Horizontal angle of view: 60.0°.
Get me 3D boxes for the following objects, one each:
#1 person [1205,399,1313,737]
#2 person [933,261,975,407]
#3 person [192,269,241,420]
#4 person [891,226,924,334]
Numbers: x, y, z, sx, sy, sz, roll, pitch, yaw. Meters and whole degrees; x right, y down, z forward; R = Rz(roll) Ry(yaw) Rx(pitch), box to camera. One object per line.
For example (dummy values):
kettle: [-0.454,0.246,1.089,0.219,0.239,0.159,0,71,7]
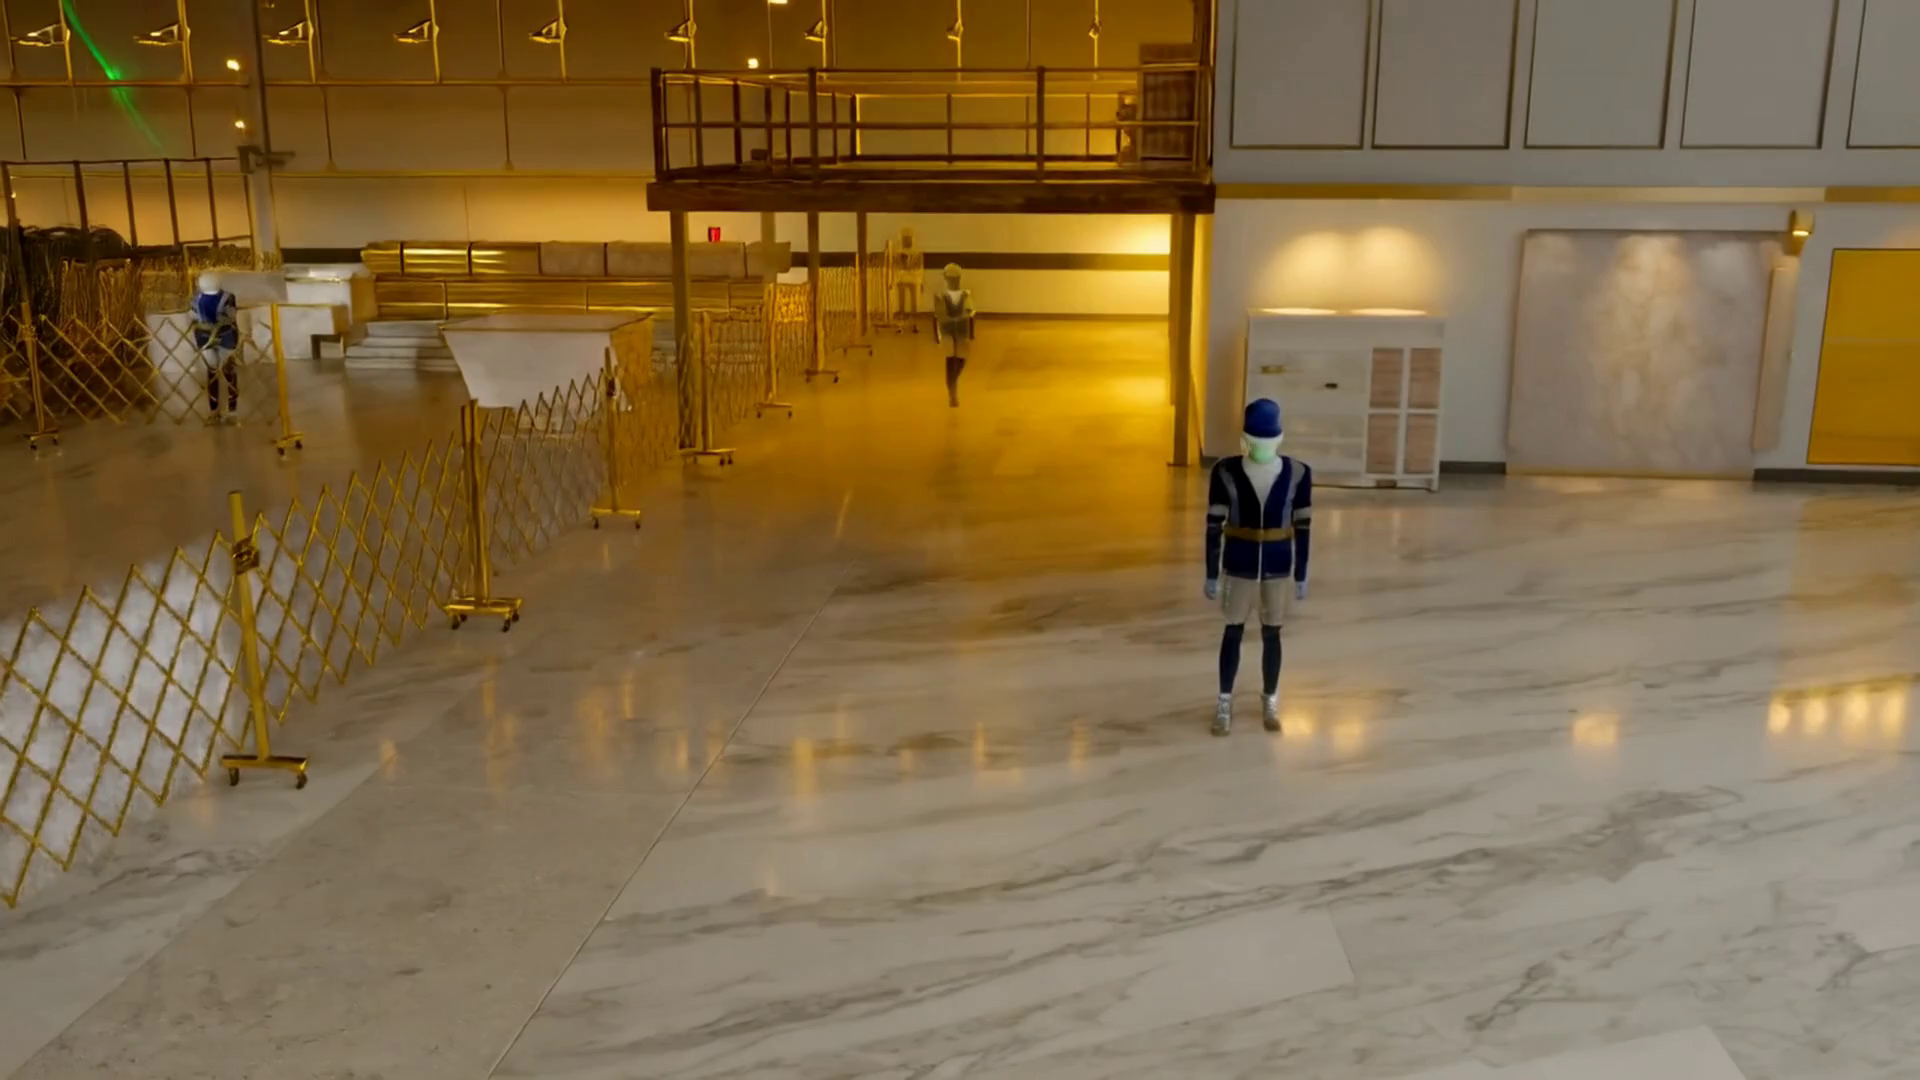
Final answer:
person: [1.756,0.177,9.817,0.616,2.039,0.387,2,14,6]
person: [-0.100,-2.747,22.039,0.549,1.914,0.705,-3,14,-13]
person: [-9.331,-2.447,20.867,0.586,1.883,0.340,2,14,6]
person: [-0.942,-4.648,29.775,0.595,1.925,0.374,2,14,6]
